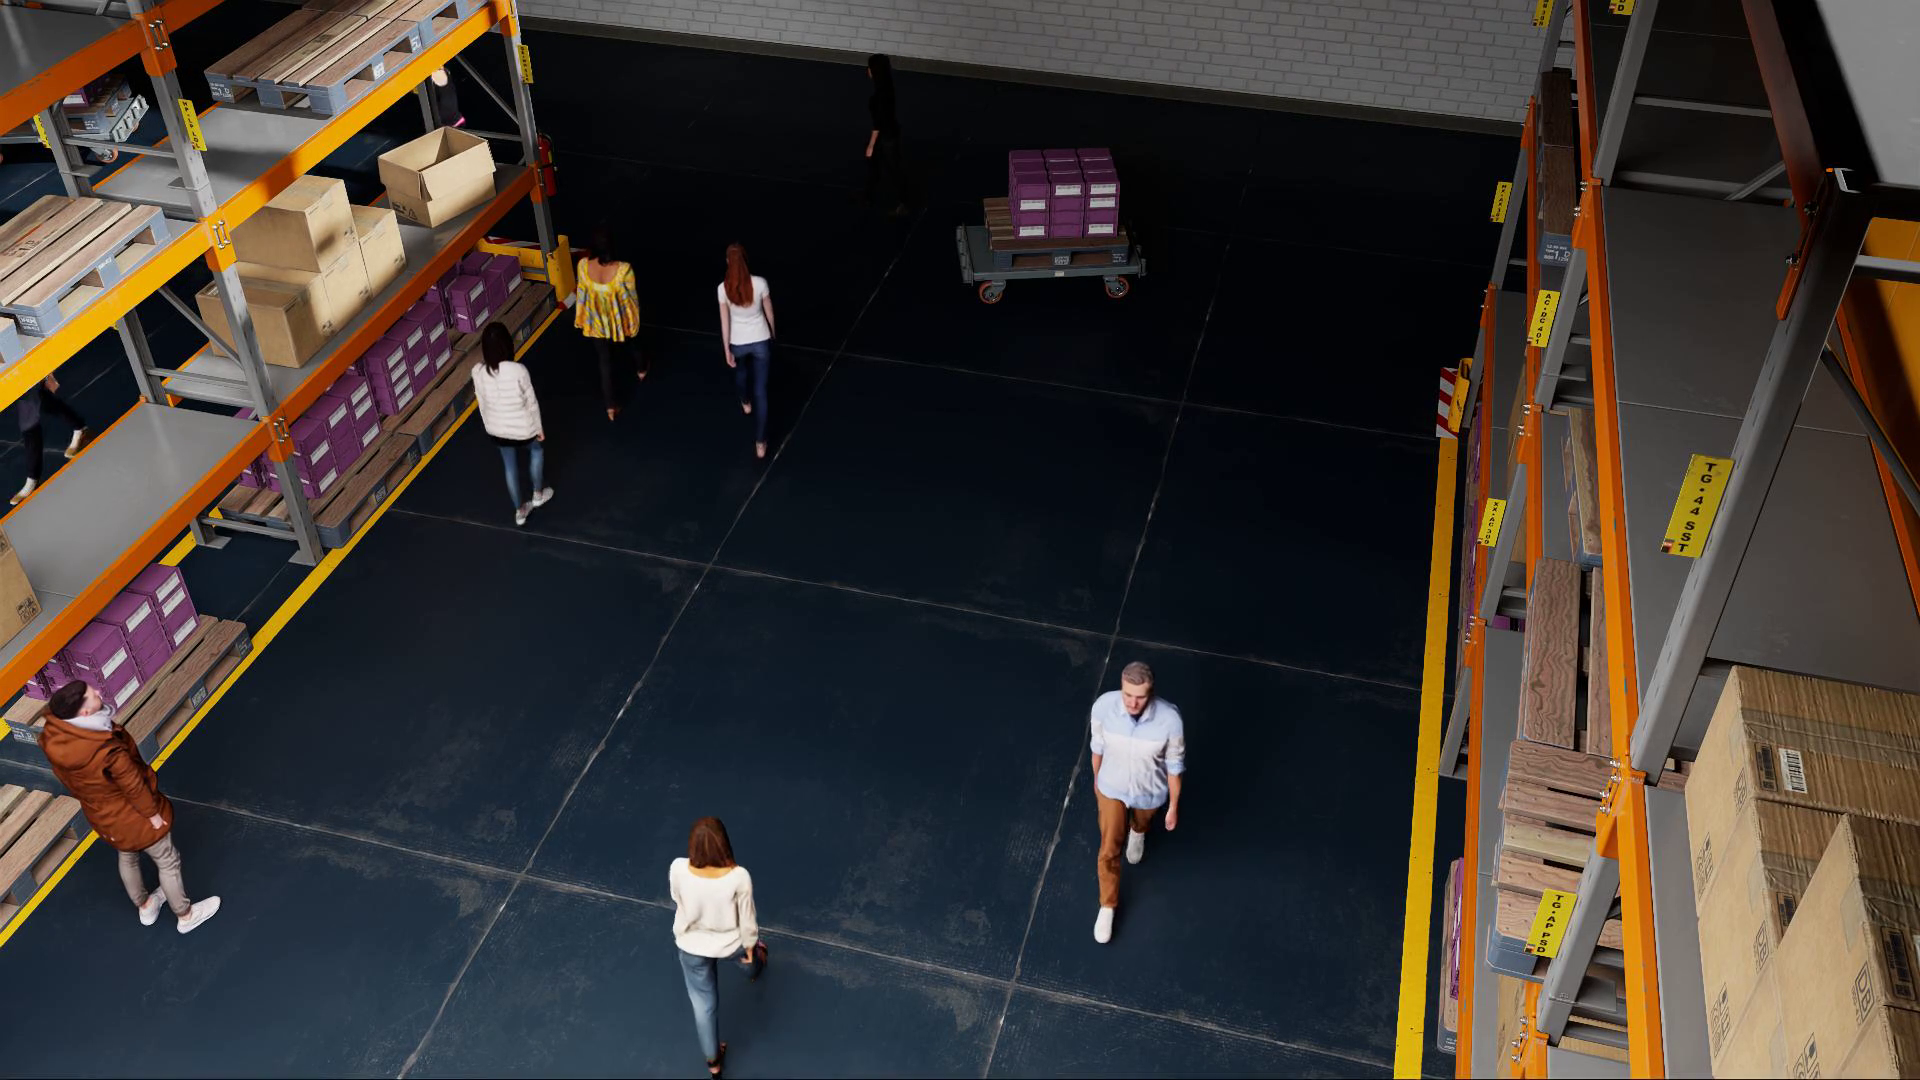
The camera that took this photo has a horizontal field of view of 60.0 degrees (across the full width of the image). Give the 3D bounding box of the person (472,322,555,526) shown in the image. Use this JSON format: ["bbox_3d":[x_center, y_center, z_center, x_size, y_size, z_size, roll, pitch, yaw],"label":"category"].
[{"bbox_3d":[-3.270,-0.795,12.069,0.697,1.622,0.708,3,39,4],"label":"person"}]

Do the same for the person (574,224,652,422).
[{"bbox_3d":[-2.786,-1.683,13.182,0.819,1.619,1.083,2,39,3],"label":"person"}]

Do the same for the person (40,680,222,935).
[{"bbox_3d":[-4.561,1.462,9.070,0.712,1.838,0.707,12,40,14],"label":"person"}]

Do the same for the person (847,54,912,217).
[{"bbox_3d":[-0.616,-3.840,15.880,0.777,1.624,0.856,2,39,3],"label":"person"}]

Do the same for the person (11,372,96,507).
[{"bbox_3d":[-7.004,-1.289,12.508,0.725,1.846,1.221,13,40,16],"label":"person"}]

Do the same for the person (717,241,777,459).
[{"bbox_3d":[-1.609,-1.432,12.814,0.844,1.688,1.203,-4,39,-4],"label":"person"}]

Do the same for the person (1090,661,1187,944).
[{"bbox_3d":[0.986,1.307,9.300,0.754,1.793,1.164,6,39,8],"label":"person"}]

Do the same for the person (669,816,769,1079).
[{"bbox_3d":[-1.264,2.094,8.432,0.751,1.647,1.096,3,39,3],"label":"person"}]
